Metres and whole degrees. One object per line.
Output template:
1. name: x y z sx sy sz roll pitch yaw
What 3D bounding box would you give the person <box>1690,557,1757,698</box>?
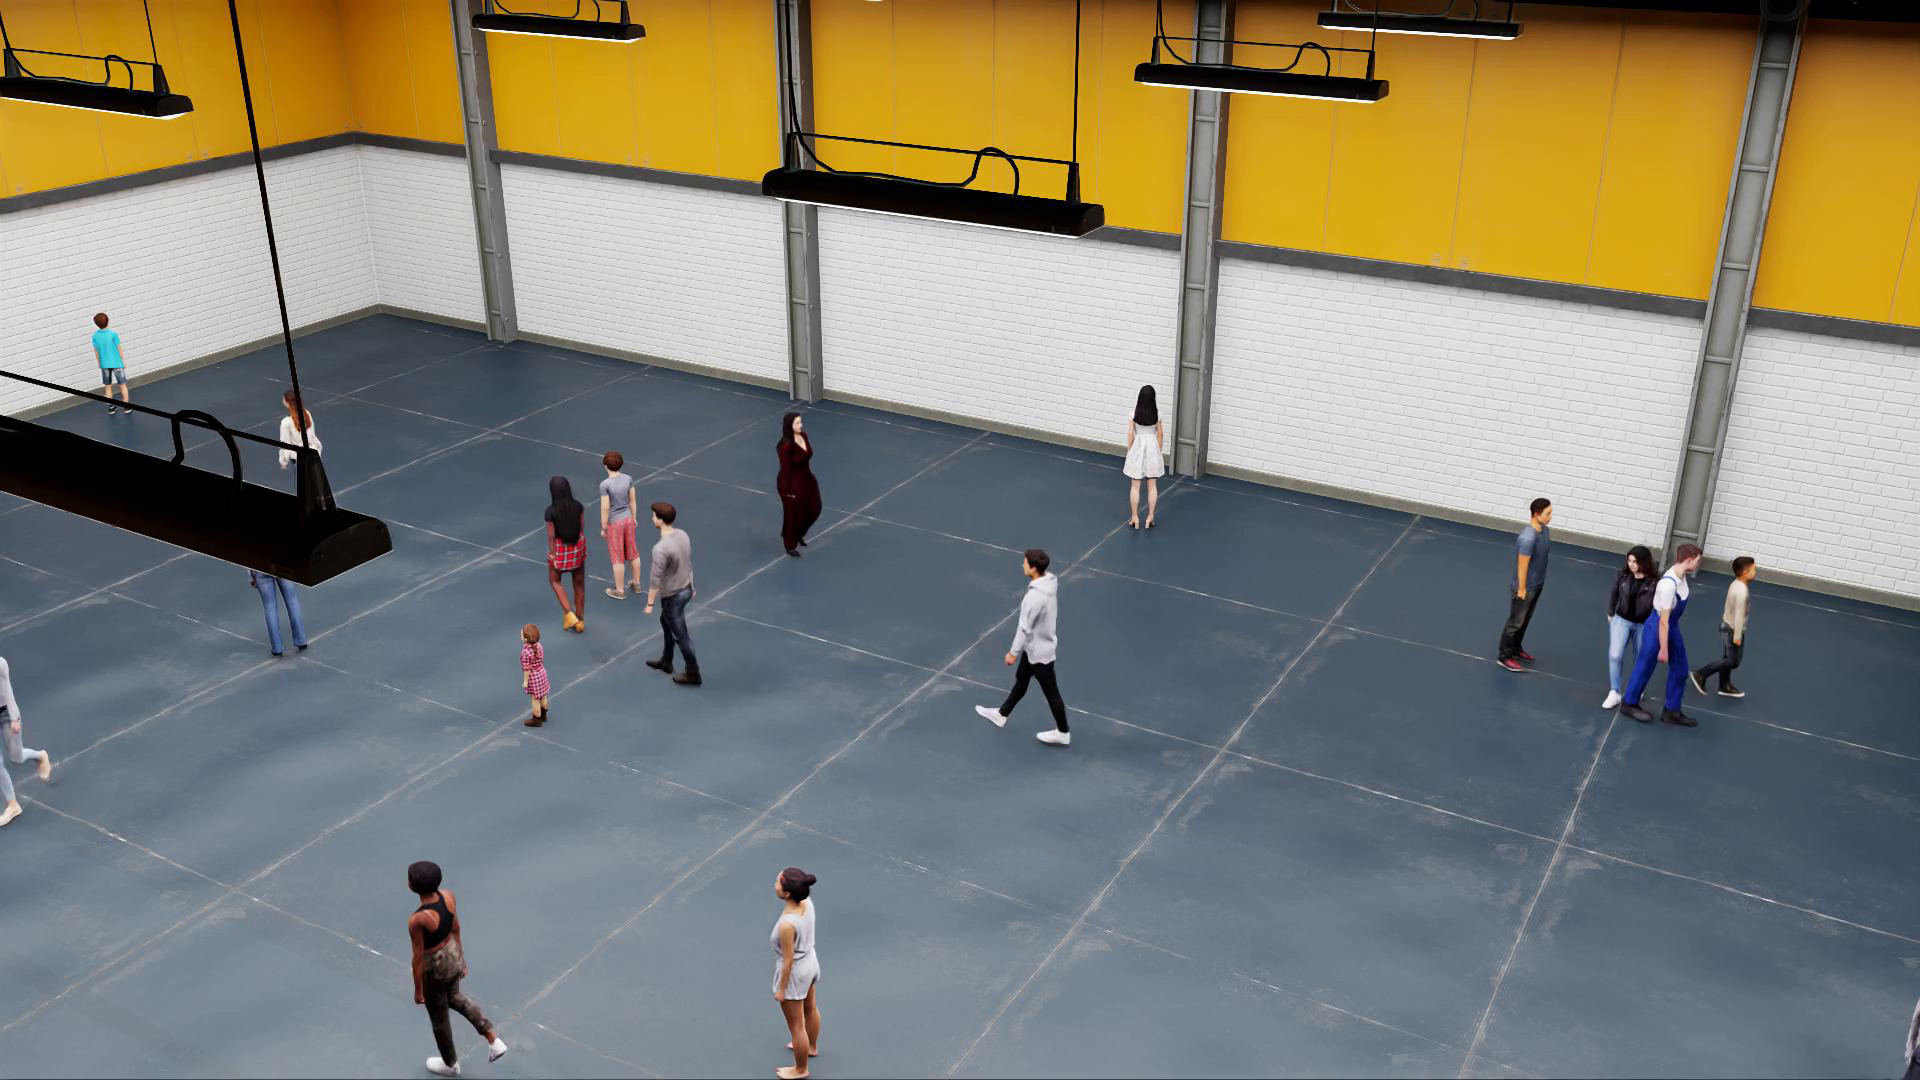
1. person: 7.307 0.841 15.850 0.797 1.456 0.646 8 25 17

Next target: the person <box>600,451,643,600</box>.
1. person: -3.664 -0.170 17.921 0.645 1.651 0.626 -20 30 -38

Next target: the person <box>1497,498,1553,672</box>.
1. person: 5.578 0.412 16.398 0.589 1.805 0.680 19 30 37

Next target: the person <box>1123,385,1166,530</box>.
1. person: 2.180 -0.983 19.626 0.730 1.775 0.822 1 24 2

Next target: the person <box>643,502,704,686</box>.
1. person: -2.660 0.549 15.987 0.905 1.882 0.815 7 25 16

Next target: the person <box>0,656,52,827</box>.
1. person: -8.040 1.478 13.987 0.995 1.782 0.931 1 24 3

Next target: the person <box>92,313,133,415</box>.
1. person: -12.012 -2.511 23.528 0.575 1.450 0.650 -3 24 -8

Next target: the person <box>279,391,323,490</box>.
1. person: -7.683 -0.925 19.647 1.191 1.651 0.715 9 25 21

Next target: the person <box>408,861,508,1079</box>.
1. person: -3.342 2.865 10.937 0.872 1.685 0.649 9 25 20

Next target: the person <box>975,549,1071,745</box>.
1. person: 0.808 0.997 14.957 1.237 1.887 0.943 4 24 9

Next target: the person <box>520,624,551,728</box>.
1. person: -3.960 1.248 15.461 0.474 1.022 0.453 8 25 19

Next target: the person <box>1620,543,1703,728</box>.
1. person: 6.394 0.851 15.383 0.974 1.814 0.758 20 30 38

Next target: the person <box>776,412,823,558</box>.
1. person: -1.945 -0.643 18.881 0.719 1.749 0.705 10 26 23

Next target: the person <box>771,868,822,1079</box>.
1. person: -1.083 2.857 11.054 0.633 1.605 0.623 6 24 13

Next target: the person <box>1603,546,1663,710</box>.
1. person: 6.421 0.772 15.819 0.802 1.608 0.790 10 26 22

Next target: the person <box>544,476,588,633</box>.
1. person: -3.968 0.188 17.028 0.732 1.711 0.809 -17 29 -33
